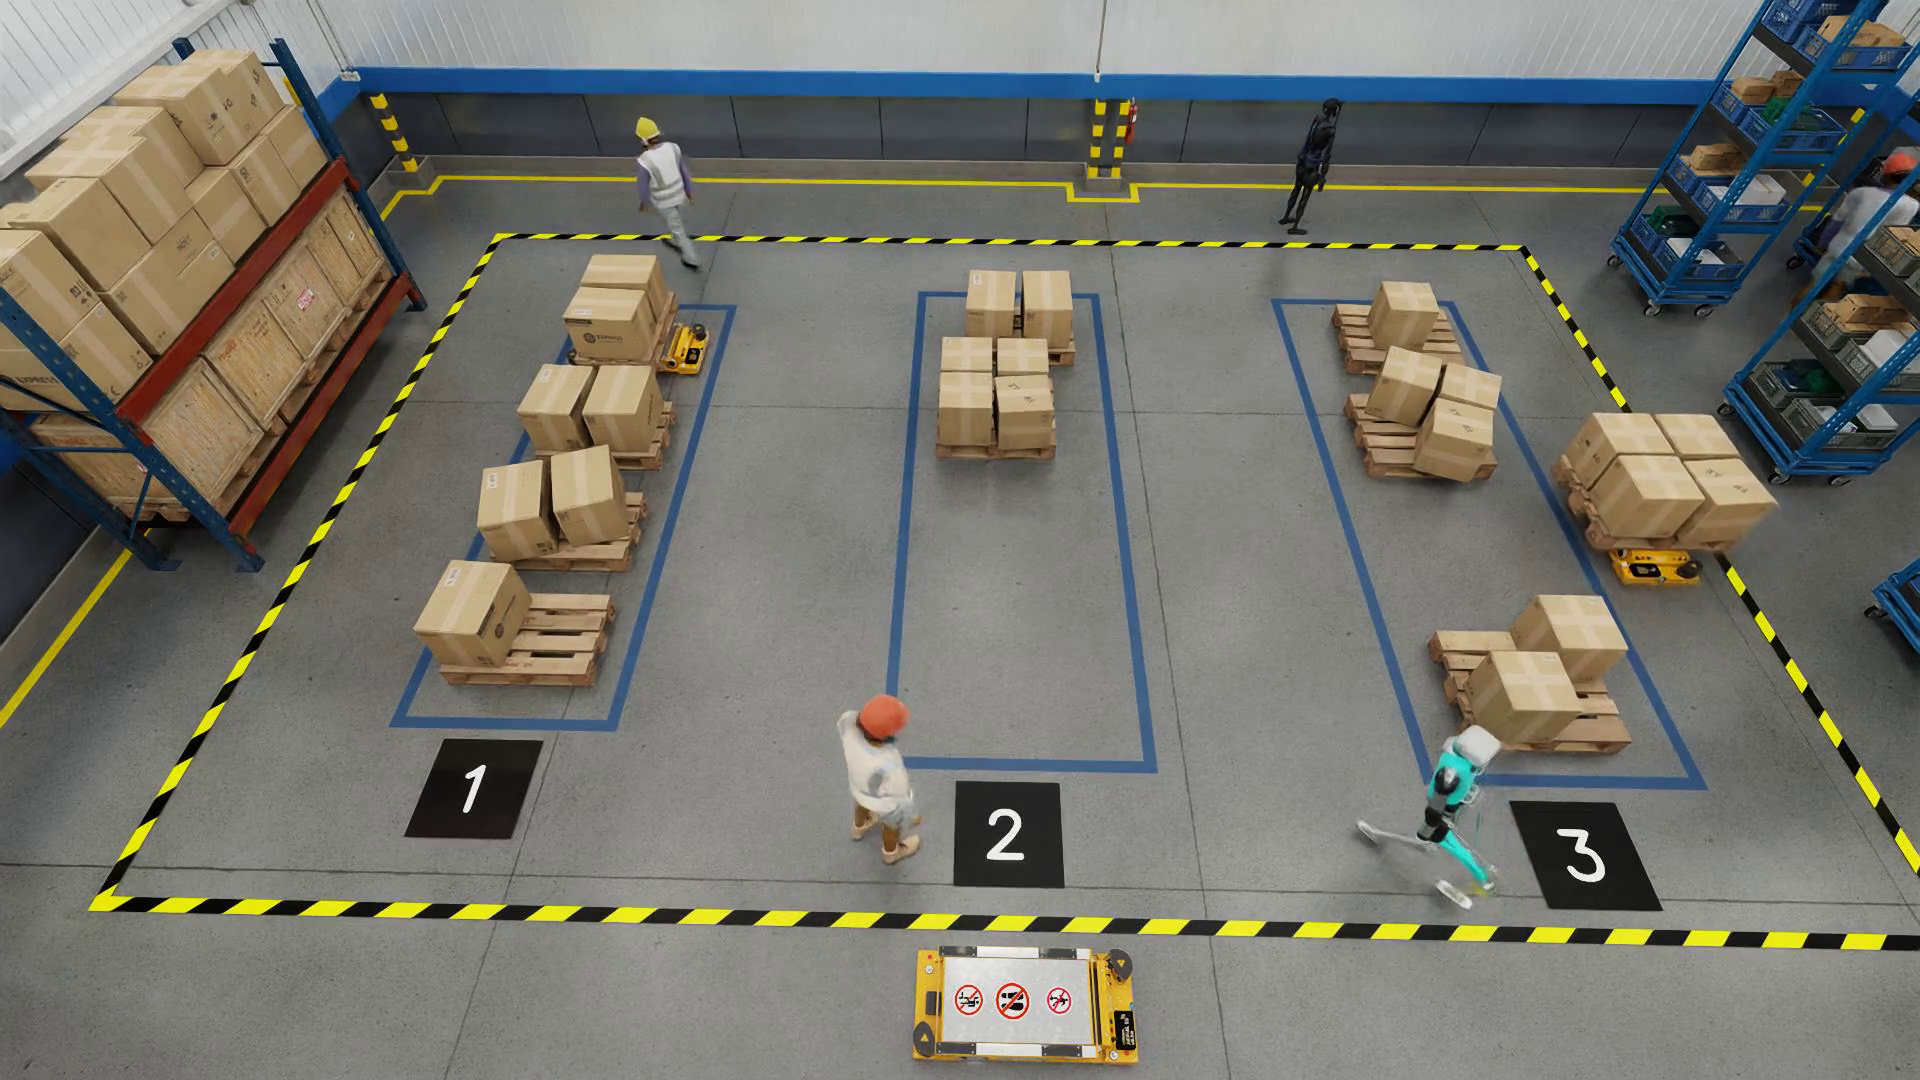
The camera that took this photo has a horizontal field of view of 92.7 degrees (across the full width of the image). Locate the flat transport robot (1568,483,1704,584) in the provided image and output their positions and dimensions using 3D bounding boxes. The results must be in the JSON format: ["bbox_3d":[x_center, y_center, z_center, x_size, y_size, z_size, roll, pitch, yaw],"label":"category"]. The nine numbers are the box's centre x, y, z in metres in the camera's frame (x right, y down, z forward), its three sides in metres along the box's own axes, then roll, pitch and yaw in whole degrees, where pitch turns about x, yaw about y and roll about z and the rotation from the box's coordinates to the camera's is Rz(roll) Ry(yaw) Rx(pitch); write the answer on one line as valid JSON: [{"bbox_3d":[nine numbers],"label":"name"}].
[{"bbox_3d":[6.317,-0.215,8.643,0.652,0.197,1.431,1,51,1],"label":"flat transport robot"}]

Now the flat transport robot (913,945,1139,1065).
[{"bbox_3d":[0.422,3.041,6.007,1.431,0.231,0.659,1,51,1],"label":"flat transport robot"}]

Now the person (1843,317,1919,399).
[{"bbox_3d":[9.280,-1.926,9.022,0.329,1.873,0.515,13,52,10],"label":"person"}]

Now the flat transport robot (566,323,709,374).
[{"bbox_3d":[-3.589,-2.150,10.220,1.431,0.197,0.652,1,51,1],"label":"flat transport robot"}]

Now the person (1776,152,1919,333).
[{"bbox_3d":[9.666,-3.160,9.963,0.622,1.986,0.694,-31,57,-23],"label":"person"}]

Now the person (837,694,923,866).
[{"bbox_3d":[-0.514,1.625,6.030,0.494,2.021,0.654,-33,58,-24],"label":"person"}]

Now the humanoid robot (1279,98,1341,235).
[{"bbox_3d":[4.352,-4.634,11.344,0.315,1.657,0.599,-8,51,-6],"label":"humanoid robot"}]

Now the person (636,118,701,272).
[{"bbox_3d":[-3.523,-4.079,10.826,0.871,1.796,0.604,26,55,20],"label":"person"}]

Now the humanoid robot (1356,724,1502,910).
[{"bbox_3d":[3.350,1.908,6.008,1.059,1.728,0.537,36,59,25],"label":"humanoid robot"}]
